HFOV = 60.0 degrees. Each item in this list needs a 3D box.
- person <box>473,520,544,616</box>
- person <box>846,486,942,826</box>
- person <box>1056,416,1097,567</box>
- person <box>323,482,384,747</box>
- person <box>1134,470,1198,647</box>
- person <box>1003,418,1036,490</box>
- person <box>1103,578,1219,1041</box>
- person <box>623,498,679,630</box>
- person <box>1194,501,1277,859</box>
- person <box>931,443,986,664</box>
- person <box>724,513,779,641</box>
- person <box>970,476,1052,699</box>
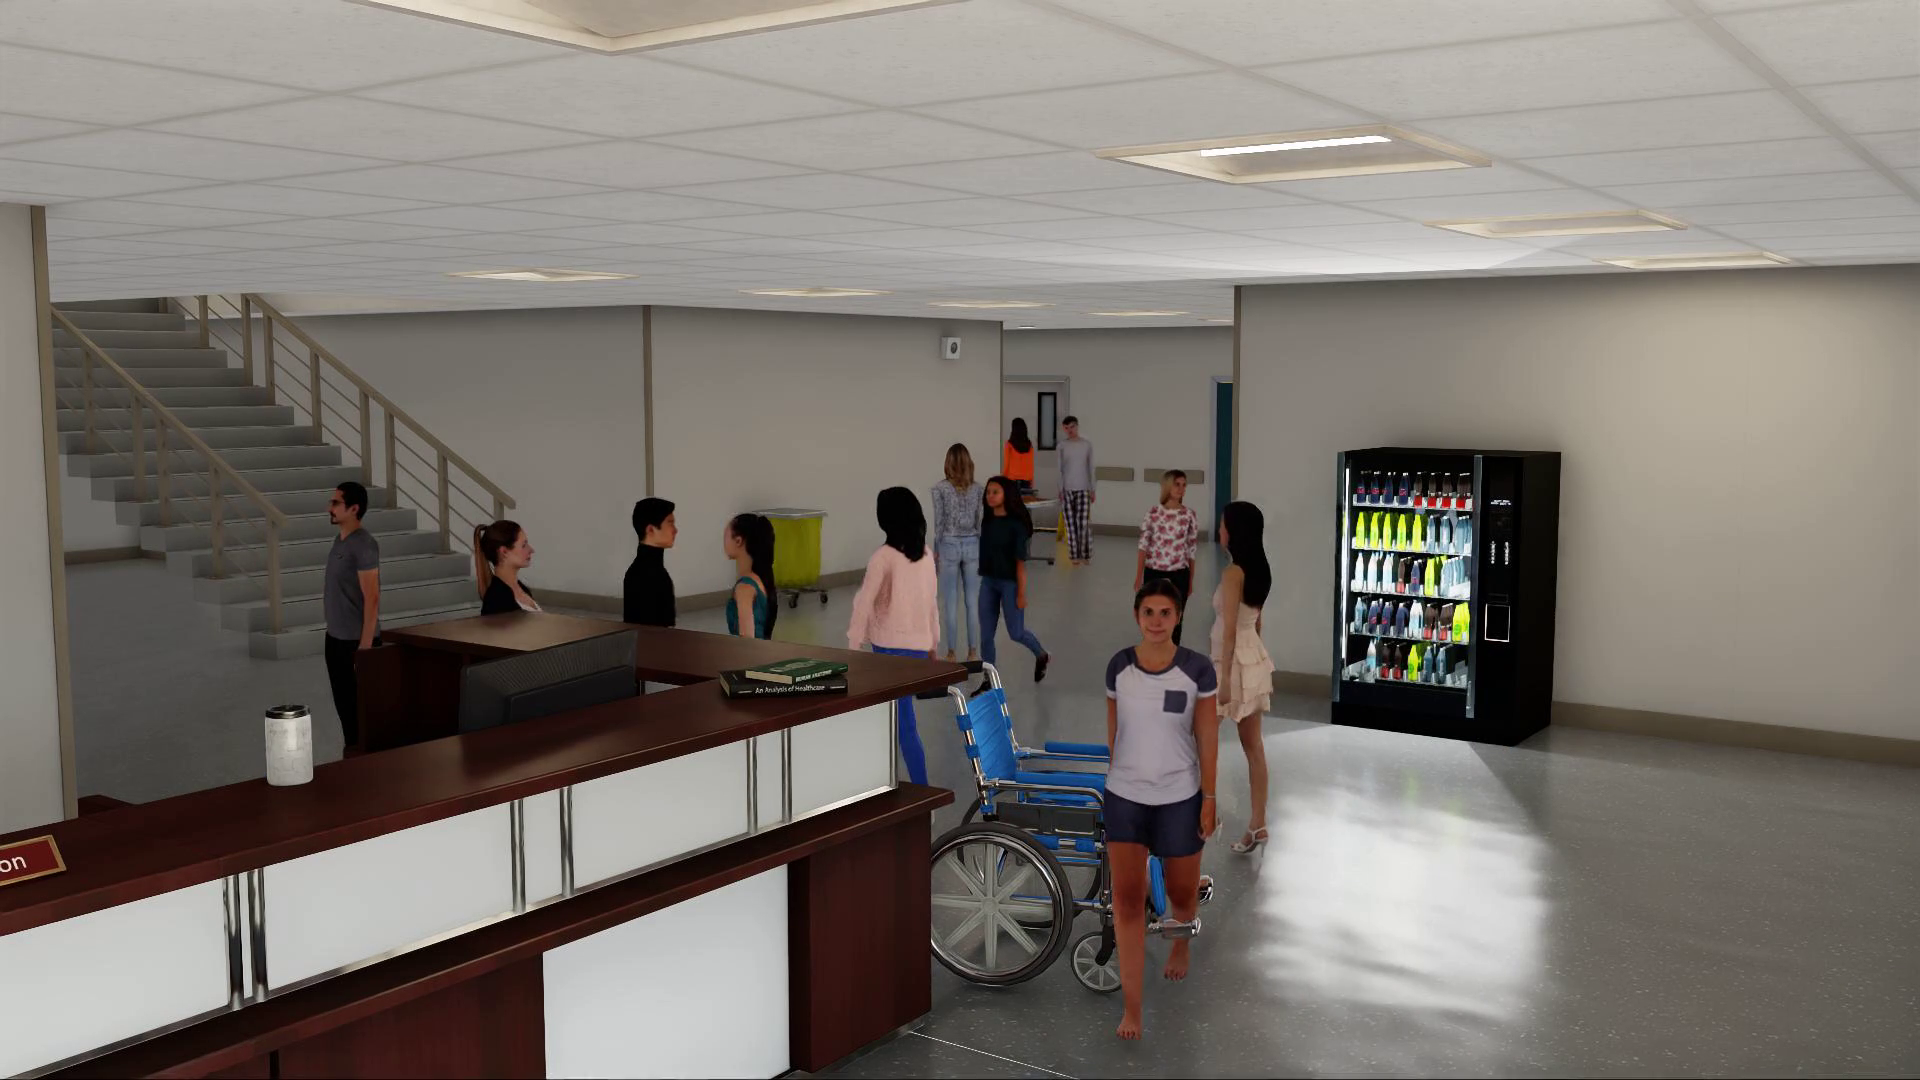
[{"bbox_3d":[-2.160,0.753,7.706,1.179,1.655,1.075,-1,6,-6],"label":"person"},{"bbox_3d":[-0.250,0.615,8.626,0.971,1.743,0.709,5,8,41],"label":"person"},{"bbox_3d":[1.384,-0.589,20.240,0.945,1.814,0.958,0,6,2],"label":"person"},{"bbox_3d":[-3.369,0.546,9.255,0.720,1.754,0.543,-5,8,-43],"label":"person"},{"bbox_3d":[1.577,0.292,12.694,1.153,1.573,0.983,1,6,12],"label":"person"},{"bbox_3d":[0.855,-0.776,22.557,0.830,1.722,1.070,-4,7,-35],"label":"person"},{"bbox_3d":[0.727,0.951,6.077,1.043,1.585,0.870,1,6,14],"label":"person"},{"bbox_3d":[-1.653,0.654,8.456,1.080,1.700,0.973,-1,6,-5],"label":"person"},{"bbox_3d":[1.430,0.685,8.039,0.683,1.721,0.616,5,7,39],"label":"person"},{"bbox_3d":[-0.005,0.117,13.315,0.667,1.796,0.711,-1,6,-14],"label":"person"},{"bbox_3d":[-0.904,0.720,7.933,0.679,1.674,0.656,1,6,10],"label":"person"},{"bbox_3d":[0.367,0.345,12.068,0.977,1.592,0.739,5,8,43],"label":"person"}]
